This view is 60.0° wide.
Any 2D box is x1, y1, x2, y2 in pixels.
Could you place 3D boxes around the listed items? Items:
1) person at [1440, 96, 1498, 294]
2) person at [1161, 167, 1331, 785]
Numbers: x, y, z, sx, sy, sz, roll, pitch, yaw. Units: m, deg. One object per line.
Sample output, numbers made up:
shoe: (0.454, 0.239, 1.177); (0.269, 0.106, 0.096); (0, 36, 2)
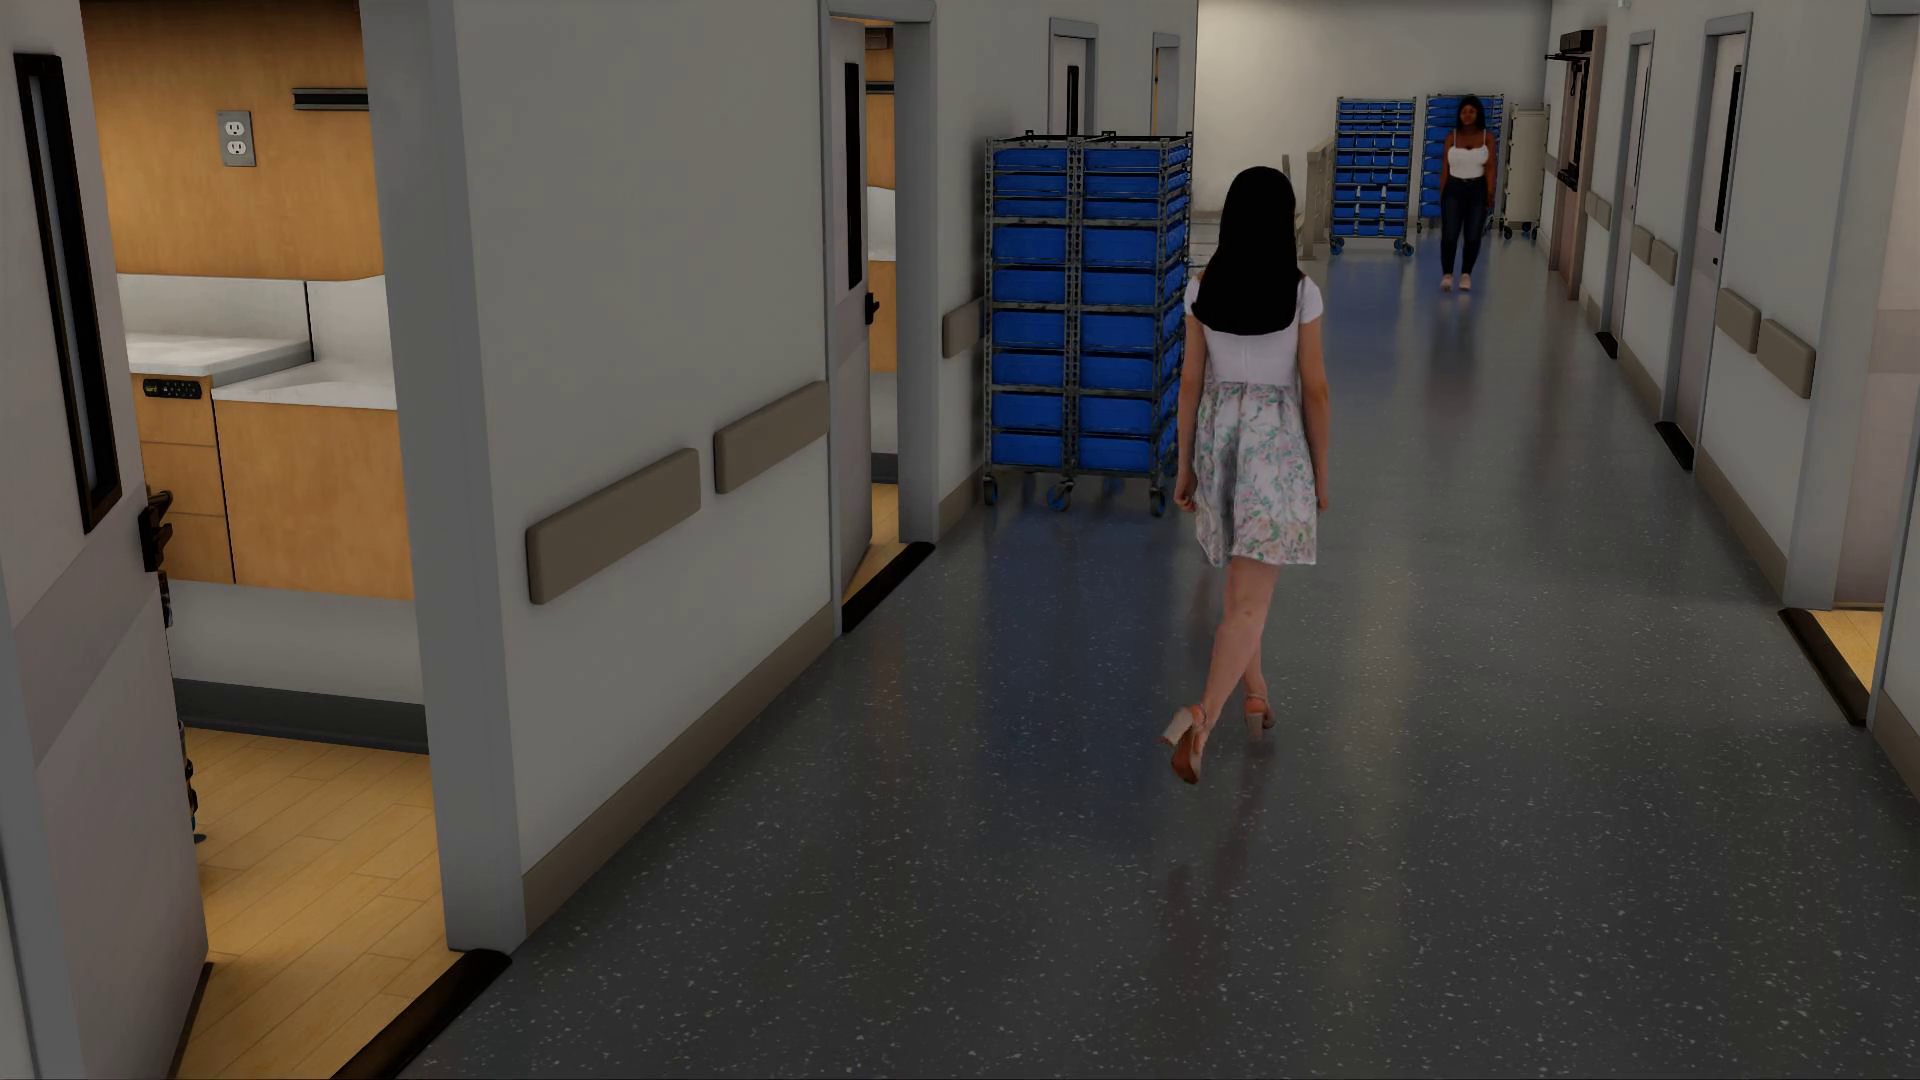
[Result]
person: (4.741, -3.202, 15.551); (0.683, 1.775, 1.017); (5, 16, 16)
person: (0.798, -0.132, 4.716); (0.753, 1.745, 1.191); (8, 18, 26)
